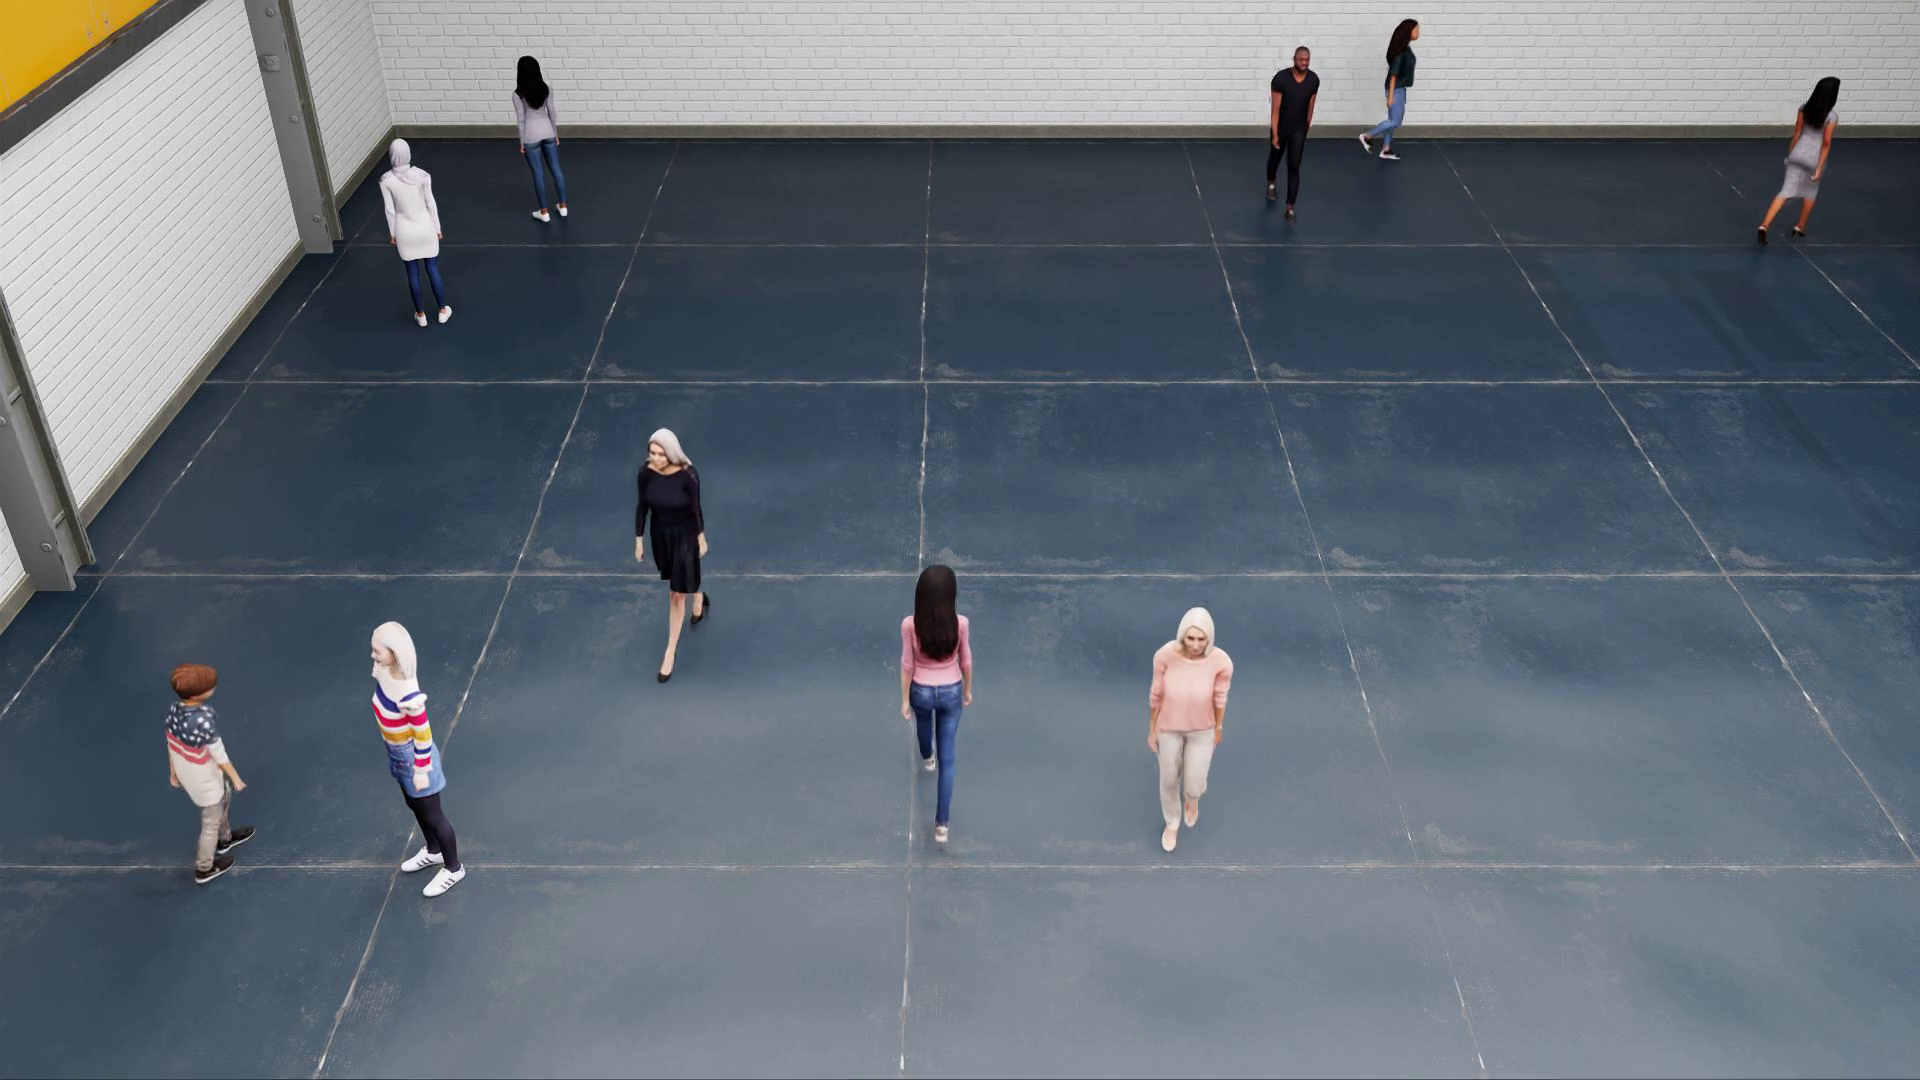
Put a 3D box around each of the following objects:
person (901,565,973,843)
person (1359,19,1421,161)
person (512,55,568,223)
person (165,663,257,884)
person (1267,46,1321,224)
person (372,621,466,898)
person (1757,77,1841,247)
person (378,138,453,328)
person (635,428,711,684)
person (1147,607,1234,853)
[{"bbox_3d":[-0.128,0.965,9.677,0.591,1.690,1.149,-1,34,-2],"label":"person"},{"bbox_3d":[4.883,-5.111,18.892,0.793,1.609,0.774,11,35,16],"label":"person"},{"bbox_3d":[-4.401,-4.202,17.410,0.679,1.735,0.714,-23,40,-31],"label":"person"},{"bbox_3d":[-4.332,1.329,9.379,0.712,1.413,0.787,17,37,24],"label":"person"},{"bbox_3d":[3.444,-4.336,17.582,0.683,1.767,1.245,0,34,0],"label":"person"},{"bbox_3d":[-3.030,1.196,9.222,0.777,1.809,0.697,-26,41,-33],"label":"person"},{"bbox_3d":[8.442,-3.758,16.734,1.054,1.743,1.099,-21,39,-29],"label":"person"},{"bbox_3d":[-5.011,-2.825,15.302,0.671,1.776,0.625,-10,35,-14],"label":"person"},{"bbox_3d":[-1.884,-0.004,11.130,0.799,1.694,1.233,7,34,11],"label":"person"},{"bbox_3d":[1.301,1.017,9.578,0.670,1.713,0.715,7,34,10],"label":"person"}]
